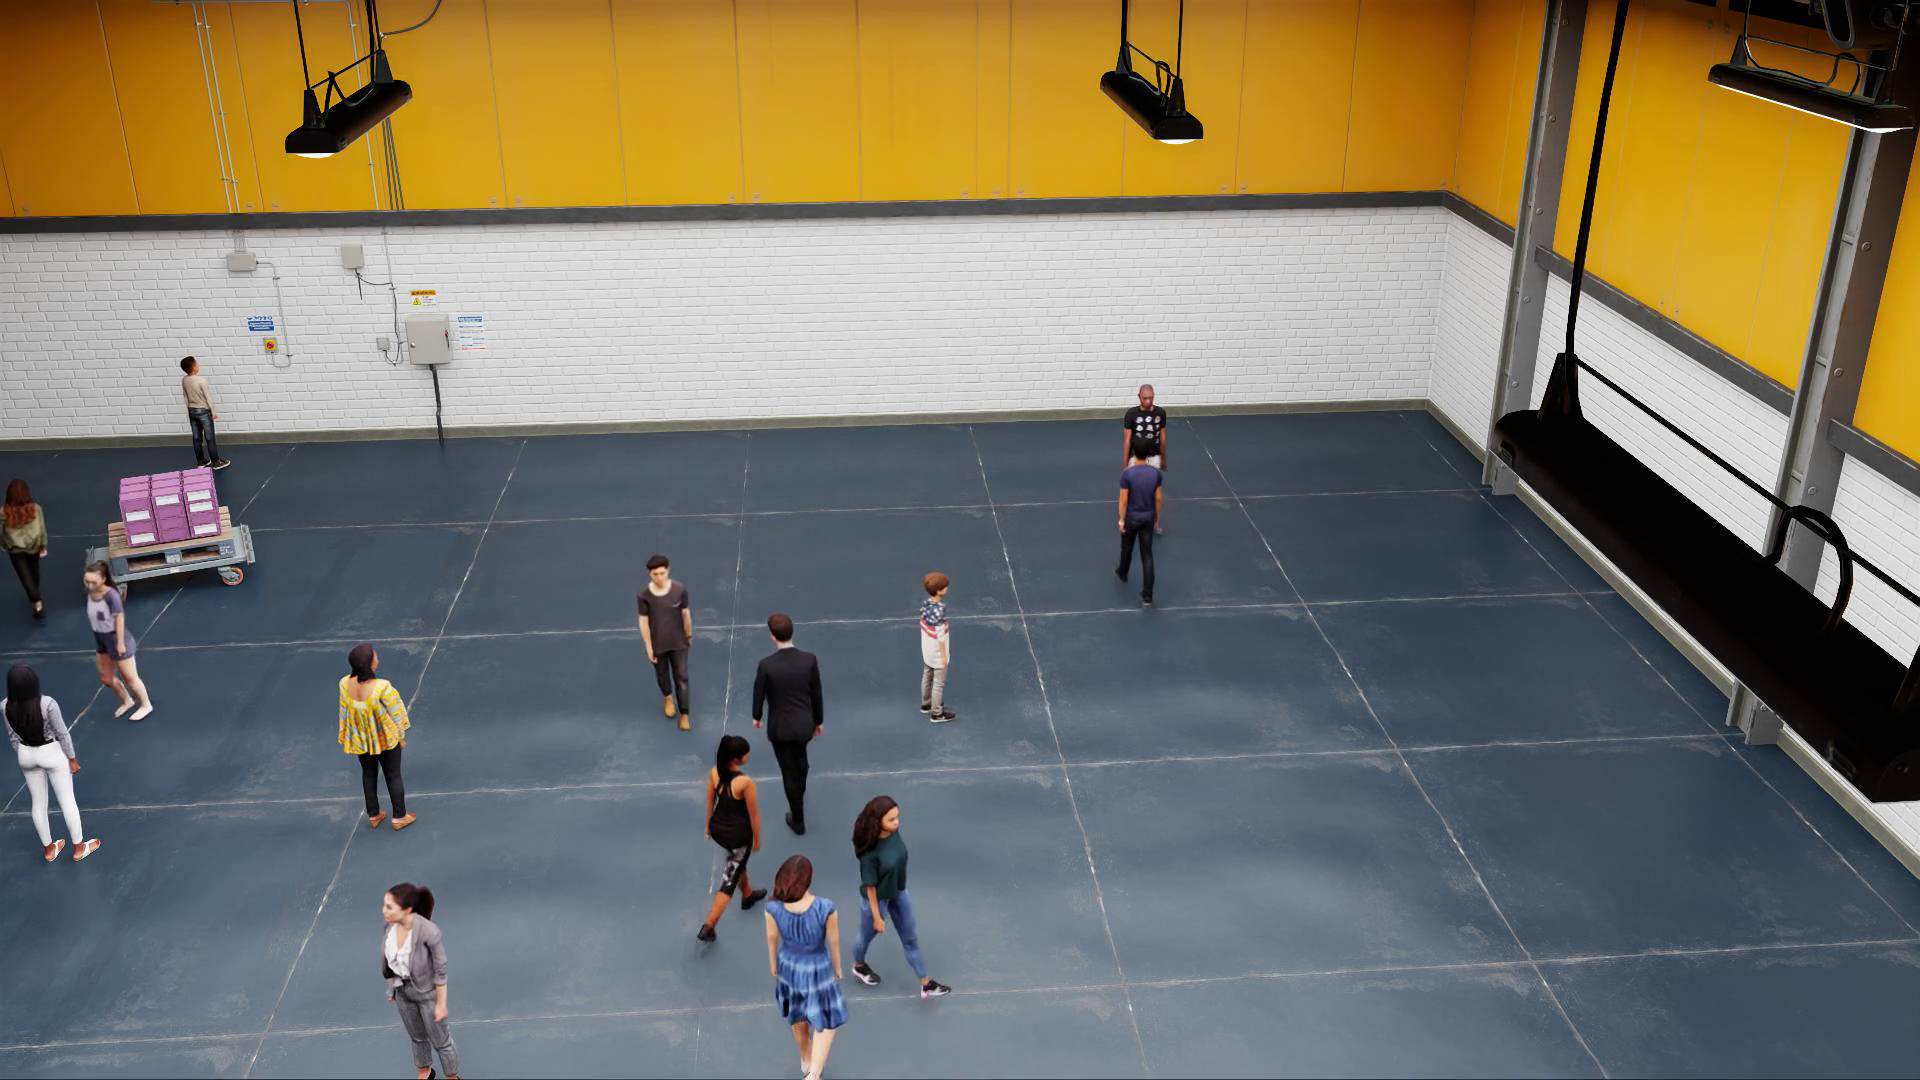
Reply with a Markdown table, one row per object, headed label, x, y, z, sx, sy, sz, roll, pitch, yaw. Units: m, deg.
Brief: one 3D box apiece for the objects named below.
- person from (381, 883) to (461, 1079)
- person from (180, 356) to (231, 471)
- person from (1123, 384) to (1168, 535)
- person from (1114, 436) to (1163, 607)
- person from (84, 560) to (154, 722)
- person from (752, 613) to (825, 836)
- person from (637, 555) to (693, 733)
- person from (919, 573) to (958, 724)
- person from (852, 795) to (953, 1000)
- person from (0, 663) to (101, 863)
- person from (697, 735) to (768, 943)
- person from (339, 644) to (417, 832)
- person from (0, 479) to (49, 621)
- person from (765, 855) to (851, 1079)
| label | x | y | z | sx | sy | sz | roll | pitch | yaw |
| --- | --- | --- | --- | --- | --- | --- | --- | --- | --- |
| person | -3.395 | 2.859 | 10.480 | 0.723 | 1.677 | 0.745 | 11 | 26 | 24 |
| person | -9.582 | -1.602 | 20.950 | 0.622 | 1.465 | 0.620 | 7 | 24 | 15 |
| person | 2.107 | -0.928 | 18.993 | 0.668 | 1.797 | 0.596 | -4 | 24 | -9 |
| person | 1.896 | -0.162 | 17.313 | 0.775 | 1.740 | 1.188 | -5 | 24 | -12 |
| person | -7.599 | 0.899 | 15.038 | 0.732 | 1.618 | 0.774 | 18 | 29 | 35 |
| person | -1.335 | 1.520 | 13.317 | 0.881 | 1.858 | 1.034 | -11 | 26 | -23 |
| person | -2.663 | 0.865 | 15.041 | 0.661 | 1.678 | 1.025 | -5 | 24 | -11 |
| person | -0.228 | 0.957 | 15.127 | 0.635 | 1.440 | 0.508 | -12 | 26 | -25 |
| person | -0.606 | 2.453 | 11.527 | 1.062 | 1.583 | 1.051 | 15 | 28 | 31 |
| person | -7.164 | 1.727 | 13.011 | 0.613 | 1.723 | 0.538 | 0 | 24 | 0 |
| person | -1.695 | 2.179 | 12.088 | 1.020 | 1.635 | 1.155 | 13 | 27 | 28 |
| person | -4.709 | 1.593 | 13.404 | 0.806 | 1.655 | 0.846 | 5 | 24 | 11 |
| person | -9.557 | 0.130 | 17.026 | 0.954 | 1.434 | 1.095 | -20 | 30 | -38 |
| person | -0.967 | 2.803 | 10.465 | 0.797 | 1.792 | 1.007 | 3 | 24 | 6 |
